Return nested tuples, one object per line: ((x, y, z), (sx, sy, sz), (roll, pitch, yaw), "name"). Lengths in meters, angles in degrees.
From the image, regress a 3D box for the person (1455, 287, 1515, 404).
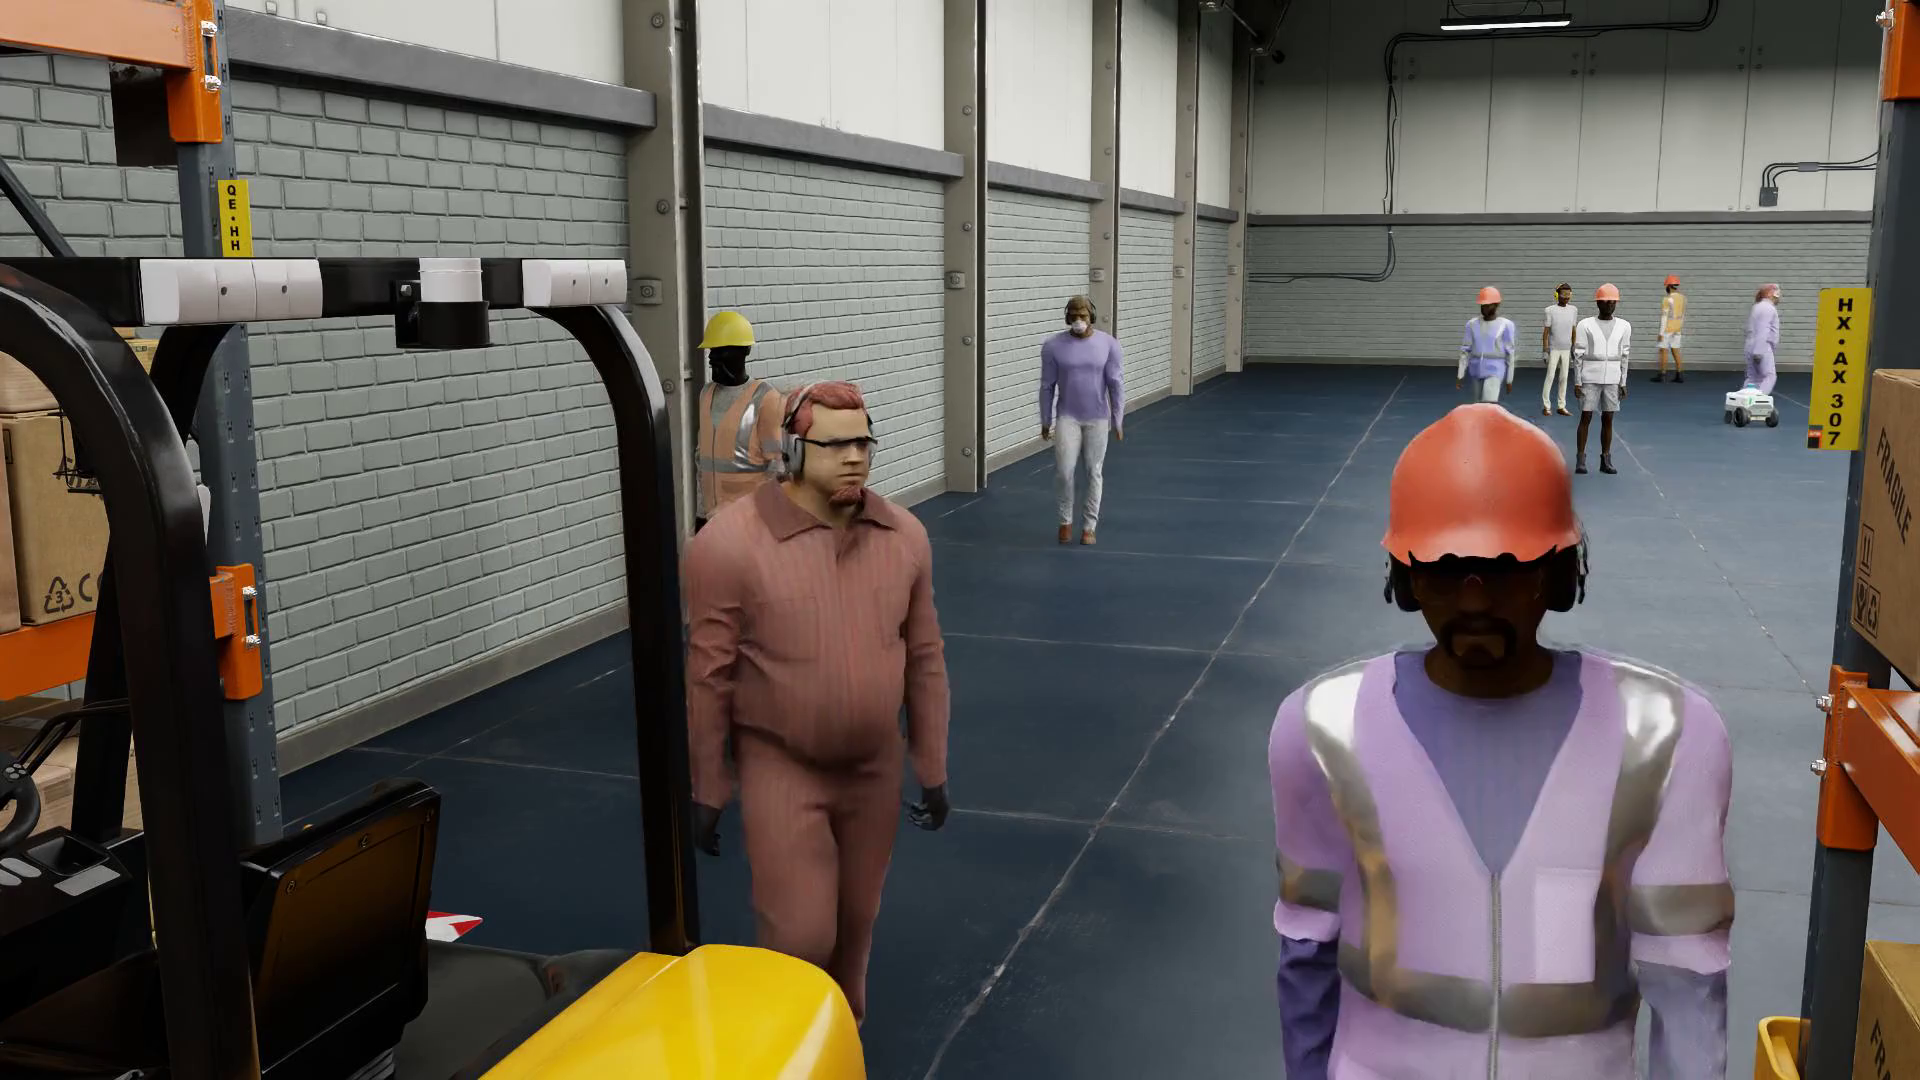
((5.700, -1.801, 18.125), (0.558, 1.880, 1.012), (8, 13, 41), "person")

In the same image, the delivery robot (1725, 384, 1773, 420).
((10.398, -1.819, 21.908), (0.477, 0.478, 0.707), (0, 10, 0), "delivery robot")

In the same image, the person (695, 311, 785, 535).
((-1.111, -0.162, 8.241), (0.585, 1.928, 0.369), (8, 12, 39), "person")

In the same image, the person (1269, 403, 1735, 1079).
((0.742, 0.788, 2.404), (0.605, 2.005, 1.014), (2, 10, 13), "person")

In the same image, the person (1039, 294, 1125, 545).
((0.927, -0.901, 12.663), (0.647, 1.917, 0.510), (1, 10, 4), "person")

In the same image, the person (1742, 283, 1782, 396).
((10.966, -2.575, 22.809), (0.556, 1.861, 0.676), (2, 10, 12), "person")

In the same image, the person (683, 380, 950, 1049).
((-0.315, 0.561, 4.024), (0.675, 1.891, 0.428), (-6, 11, -33), "person")

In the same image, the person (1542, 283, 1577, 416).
((8.422, -2.666, 23.359), (0.510, 1.863, 0.312), (-2, 10, -12), "person")

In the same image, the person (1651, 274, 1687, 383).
((12.671, -3.760, 29.676), (0.545, 1.944, 0.381), (-4, 11, -25), "person")

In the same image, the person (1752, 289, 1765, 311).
((15.299, -3.963, 31.749), (0.501, 1.633, 0.284), (-3, 10, -16), "person")

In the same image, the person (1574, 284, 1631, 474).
((6.558, -1.641, 17.004), (0.545, 1.942, 0.352), (1, 10, 4), "person")
